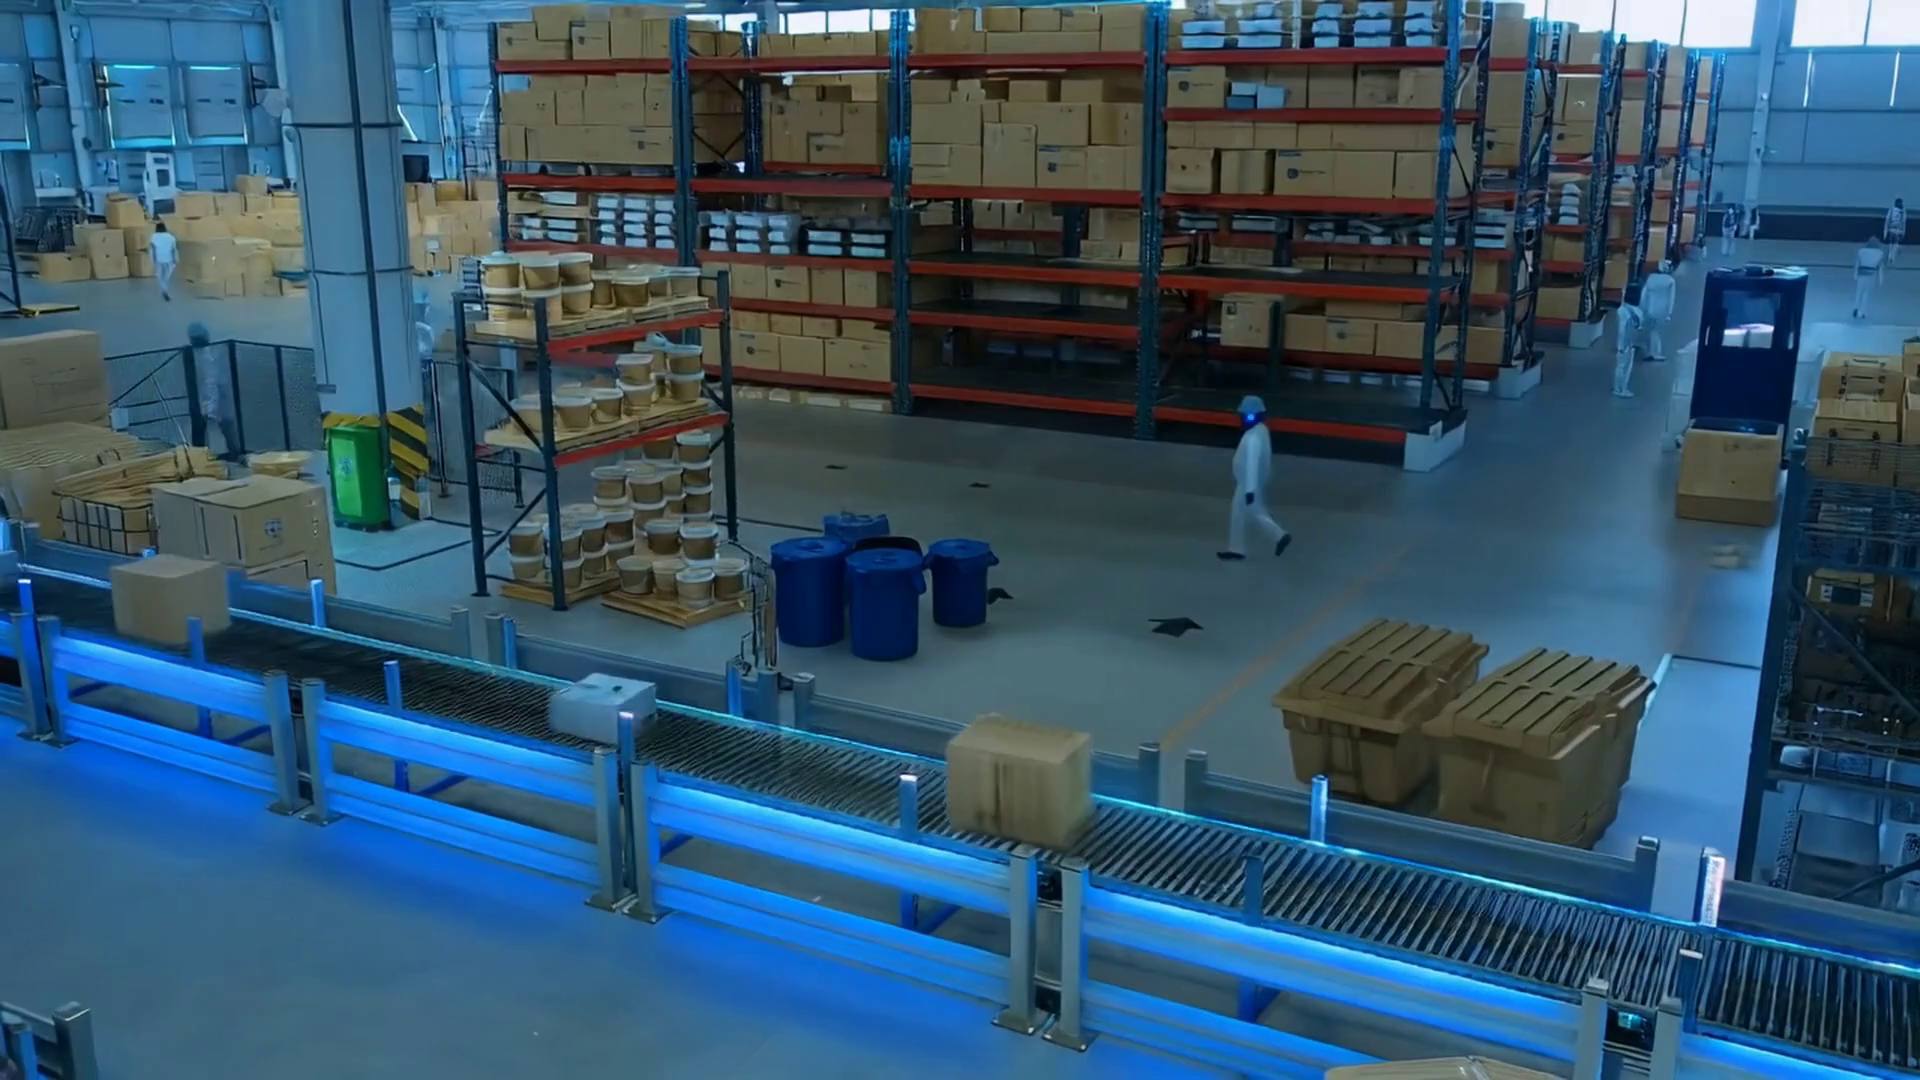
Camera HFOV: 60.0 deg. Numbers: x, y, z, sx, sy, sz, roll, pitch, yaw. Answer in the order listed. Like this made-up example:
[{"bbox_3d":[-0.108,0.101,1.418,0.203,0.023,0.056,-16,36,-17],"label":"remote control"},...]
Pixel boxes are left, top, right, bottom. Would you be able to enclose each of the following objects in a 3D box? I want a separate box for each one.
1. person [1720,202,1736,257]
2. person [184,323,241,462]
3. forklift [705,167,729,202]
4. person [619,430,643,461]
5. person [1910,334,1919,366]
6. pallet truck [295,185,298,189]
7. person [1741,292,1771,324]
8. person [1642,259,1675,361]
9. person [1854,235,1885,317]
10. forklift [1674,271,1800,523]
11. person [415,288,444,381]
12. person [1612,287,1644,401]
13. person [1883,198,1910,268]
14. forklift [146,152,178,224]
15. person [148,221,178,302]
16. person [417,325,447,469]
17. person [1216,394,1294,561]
[{"bbox_3d":[23.877,-9.645,51.628,0.318,1.697,0.535,-1,15,-2],"label":"person"},{"bbox_3d":[-10.195,-1.956,22.325,0.916,1.896,0.572,-4,15,-13],"label":"person"},{"bbox_3d":[-7.386,-9.903,50.326,1.129,2.768,1.873,8,17,27],"label":"forklift"},{"bbox_3d":[-4.125,-1.644,21.700,0.675,1.615,0.506,7,16,25],"label":"person"},{"bbox_3d":[12.966,-1.919,22.504,0.718,1.744,0.527,6,16,22],"label":"person"},{"bbox_3d":[-26.804,-14.617,69.738,1.885,1.965,0.823,-14,20,-42],"label":"pallet truck"},{"bbox_3d":[14.296,-3.817,29.865,0.513,1.613,0.622,12,19,38],"label":"person"},{"bbox_3d":[13.109,-4.297,31.140,0.399,1.900,0.645,-6,16,-23],"label":"person"},{"bbox_3d":[20.414,-5.921,37.375,0.571,1.825,0.462,10,18,32],"label":"person"},{"bbox_3d":[9.269,-1.763,19.726,1.129,2.768,1.873,8,17,27],"label":"forklift"},{"bbox_3d":[-9.241,-3.533,28.753,0.514,1.642,0.310,6,16,20],"label":"person"},{"bbox_3d":[10.902,-3.201,27.119,0.429,1.847,0.626,12,19,39],"label":"person"},{"bbox_3d":[26.969,-8.832,47.950,0.626,2.015,0.739,9,17,30],"label":"person"},{"bbox_3d":[-30.086,-13.242,62.882,1.873,2.768,1.129,8,17,28],"label":"forklift"},{"bbox_3d":[-19.224,-6.717,40.175,0.655,1.926,0.437,-10,18,-33],"label":"person"},{"bbox_3d":[-7.092,-1.891,22.046,0.504,1.919,0.542,8,17,28],"label":"person"},{"bbox_3d":[3.145,-0.642,17.576,0.735,1.807,0.596,6,16,21],"label":"person"}]
